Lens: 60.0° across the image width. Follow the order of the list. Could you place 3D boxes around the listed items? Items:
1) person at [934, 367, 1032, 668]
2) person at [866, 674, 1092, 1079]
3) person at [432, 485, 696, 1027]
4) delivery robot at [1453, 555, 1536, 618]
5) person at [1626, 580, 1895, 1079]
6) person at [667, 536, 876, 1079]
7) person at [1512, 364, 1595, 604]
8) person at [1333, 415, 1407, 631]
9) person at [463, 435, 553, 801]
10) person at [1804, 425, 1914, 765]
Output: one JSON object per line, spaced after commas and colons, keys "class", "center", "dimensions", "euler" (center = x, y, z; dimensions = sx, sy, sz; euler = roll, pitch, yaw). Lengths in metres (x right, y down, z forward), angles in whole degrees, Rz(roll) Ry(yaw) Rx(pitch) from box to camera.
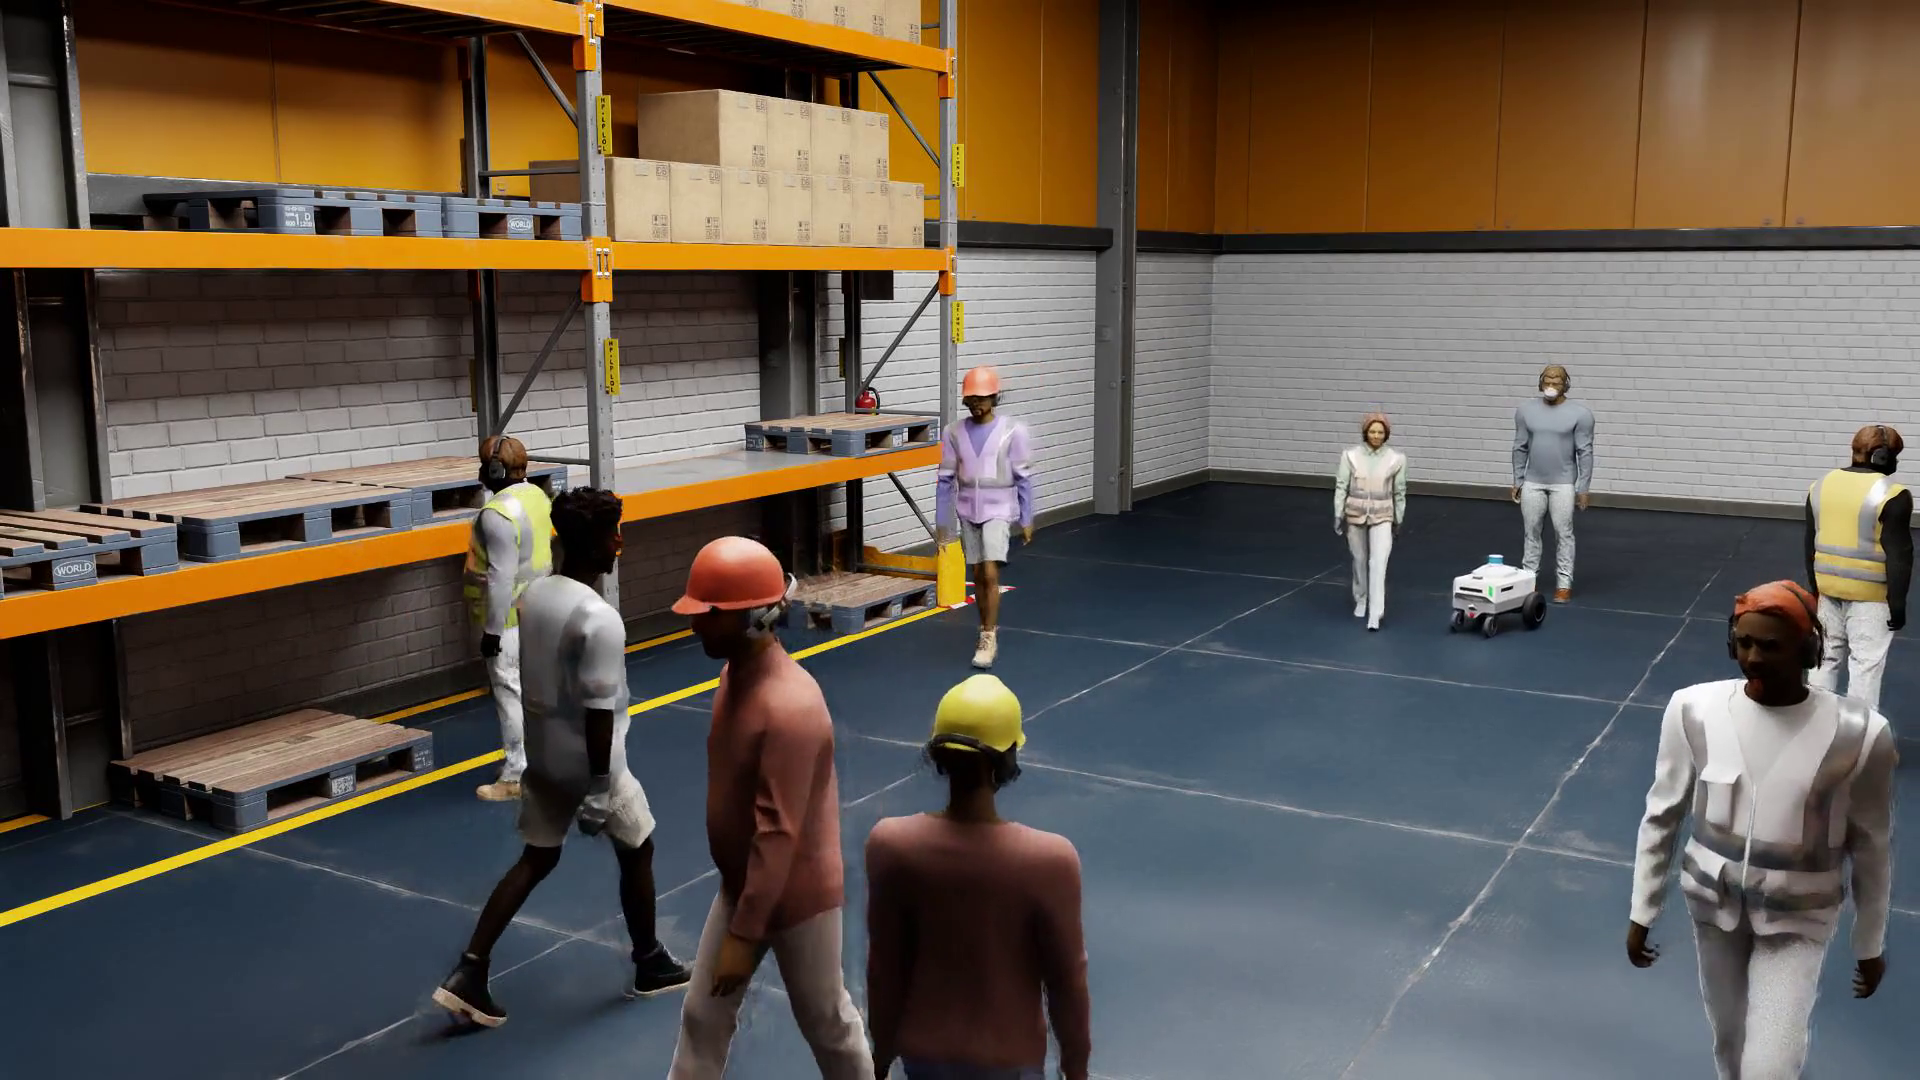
{"class": "person", "center": [0.114, -0.146, 11.187], "dimensions": [0.647, 2.017, 0.792], "euler": [4, 10, 22]}
{"class": "person", "center": [0.016, 1.178, 3.817], "dimensions": [0.532, 1.738, 0.791], "euler": [3, 10, 20]}
{"class": "person", "center": [-1.407, 0.759, 5.860], "dimensions": [0.616, 1.930, 0.962], "euler": [9, 13, 44]}
{"class": "delivery robot", "center": [3.968, 0.353, 12.347], "dimensions": [0.707, 0.478, 0.477], "euler": [-9, 13, -43]}
{"class": "person", "center": [2.068, 1.031, 4.413], "dimensions": [0.593, 1.834, 0.976], "euler": [9, 13, 43]}
{"class": "person", "center": [-0.614, 0.963, 4.472], "dimensions": [0.983, 1.944, 0.618], "euler": [-5, 11, -30]}
{"class": "person", "center": [4.763, -0.457, 13.411], "dimensions": [0.644, 1.934, 0.368], "euler": [8, 12, 40]}
{"class": "person", "center": [3.087, -0.148, 12.539], "dimensions": [0.510, 1.595, 0.864], "euler": [3, 10, 19]}
{"class": "person", "center": [-2.280, 0.390, 8.413], "dimensions": [0.429, 1.841, 0.635], "euler": [1, 9, 5]}
{"class": "person", "center": [4.888, 0.293, 9.036], "dimensions": [0.430, 1.835, 0.626], "euler": [-3, 10, -18]}
